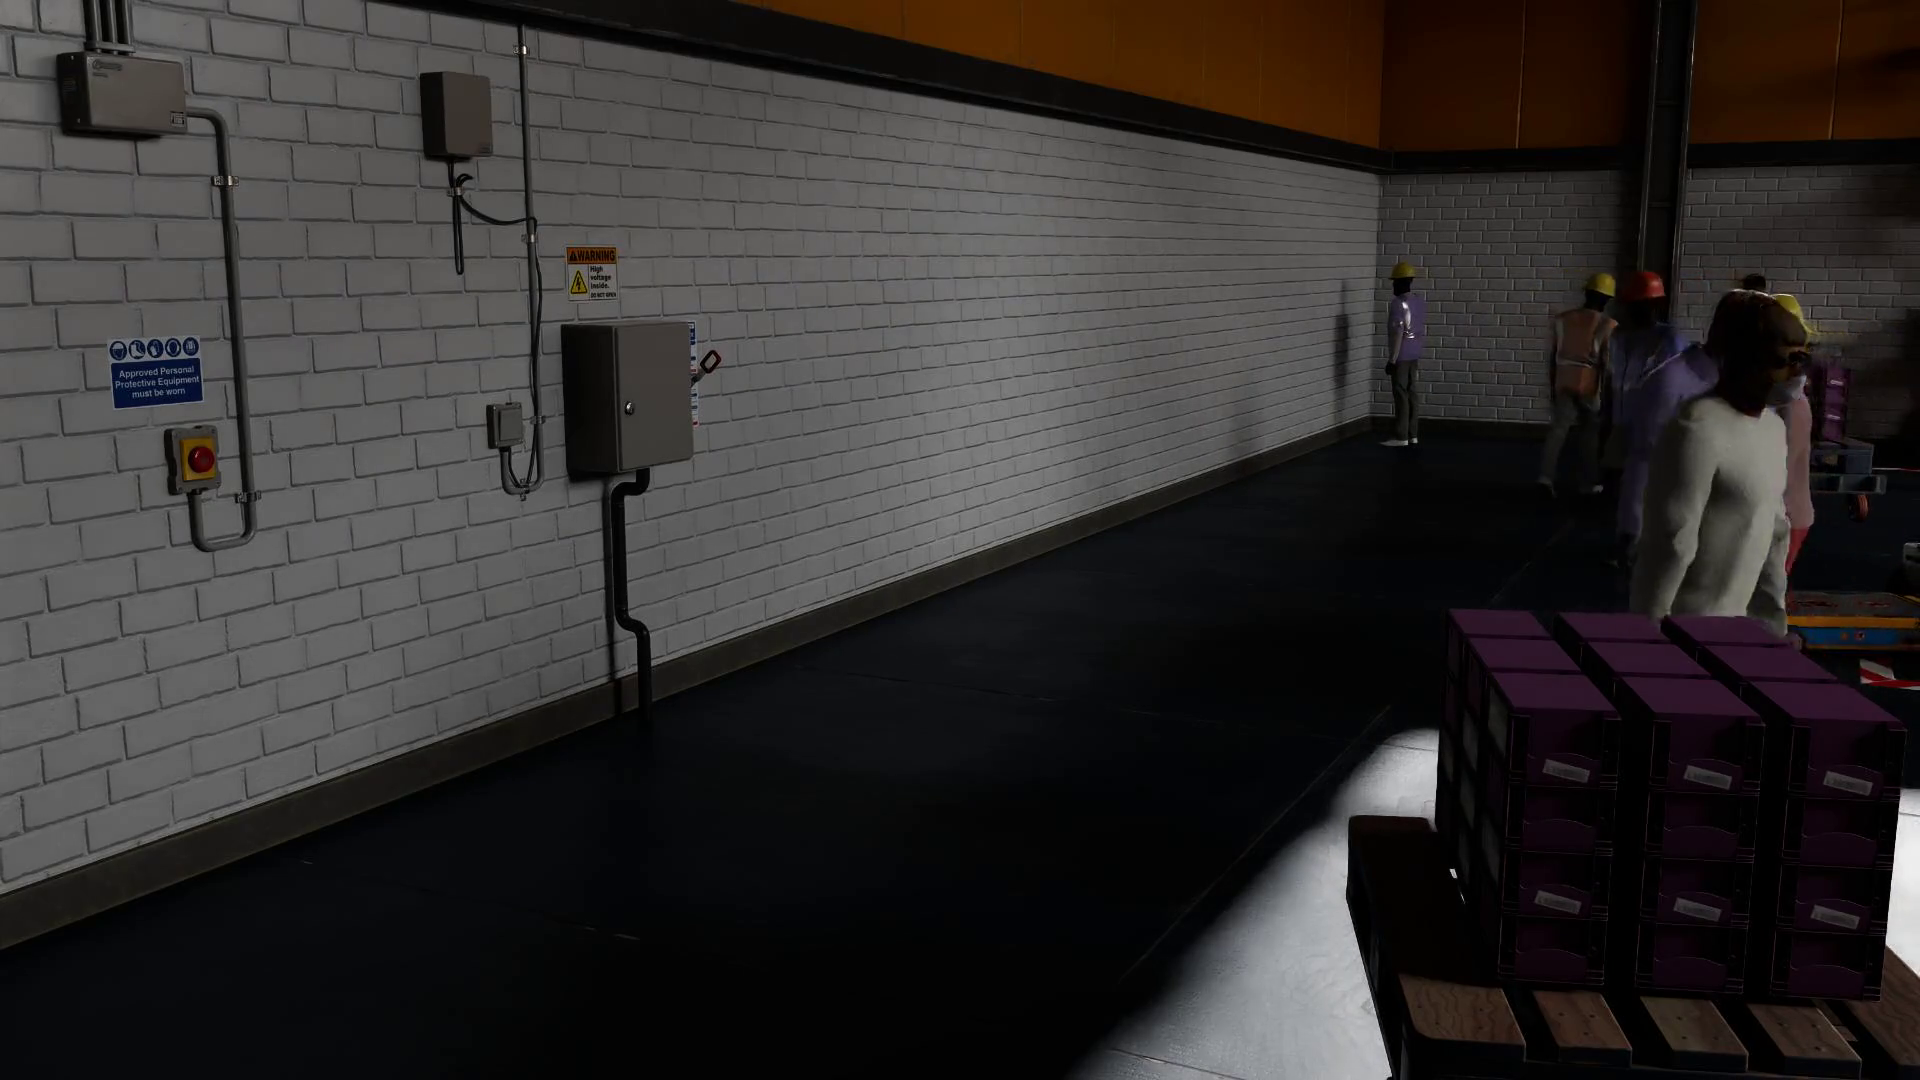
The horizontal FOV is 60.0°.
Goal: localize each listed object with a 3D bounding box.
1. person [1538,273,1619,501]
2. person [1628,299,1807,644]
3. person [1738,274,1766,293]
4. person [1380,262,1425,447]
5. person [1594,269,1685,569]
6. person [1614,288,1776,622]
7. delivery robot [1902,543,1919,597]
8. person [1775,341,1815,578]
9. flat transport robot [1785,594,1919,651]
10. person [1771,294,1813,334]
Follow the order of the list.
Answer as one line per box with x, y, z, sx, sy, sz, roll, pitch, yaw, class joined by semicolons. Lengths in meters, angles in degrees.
5.074;-1.256;13.660;0.618;1.867;0.971;9;13;43;person
2.174;0.276;4.694;0.824;1.886;0.731;8;13;40;person
7.404;-1.633;15.948;0.661;1.829;0.453;8;13;40;person
4.616;-1.933;17.396;0.384;1.924;0.593;8;13;40;person
4.406;-0.773;10.688;0.589;1.921;0.556;-4;11;-22;person
2.929;-0.068;6.737;0.797;1.888;0.510;-3;10;-16;person
5.583;0.134;9.124;0.707;0.478;0.477;-1;10;-3;delivery robot
3.464;-0.071;7.130;0.343;1.760;0.546;3;10;18;person
4.470;0.421;8.555;1.431;0.197;0.652;1;10;4;flat transport robot
3.772;-0.242;7.886;0.404;1.828;0.592;0;10;2;person
